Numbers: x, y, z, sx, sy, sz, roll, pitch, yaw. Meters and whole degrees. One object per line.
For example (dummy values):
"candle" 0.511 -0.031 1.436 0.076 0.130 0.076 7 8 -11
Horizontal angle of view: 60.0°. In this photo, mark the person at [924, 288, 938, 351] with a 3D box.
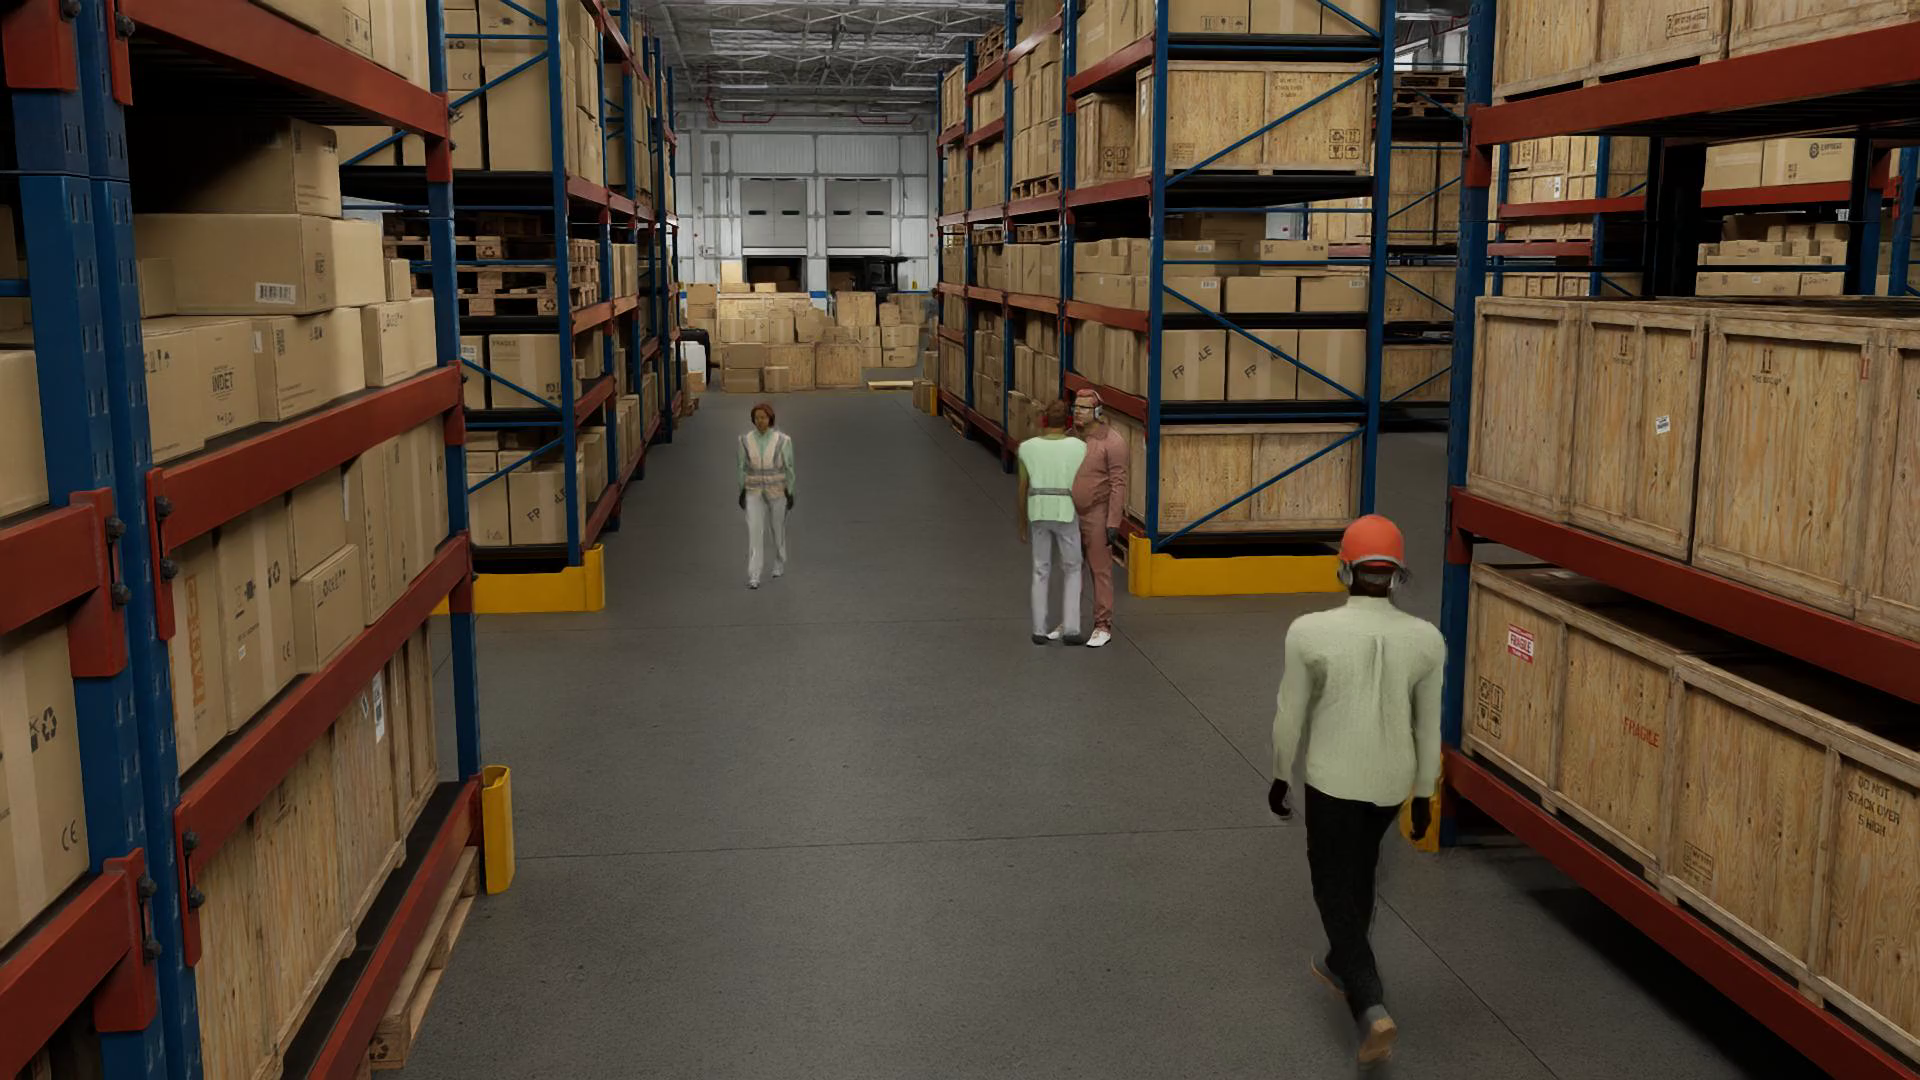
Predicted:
"person" -0.706 -6.574 49.685 0.944 1.894 0.654 8 12 38

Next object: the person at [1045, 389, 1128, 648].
"person" 0.922 -0.167 12.358 0.641 1.913 0.407 8 13 40

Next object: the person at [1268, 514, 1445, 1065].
"person" 1.484 0.886 6.123 0.603 1.957 0.956 -2 10 -9

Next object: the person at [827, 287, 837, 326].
"person" -4.899 -8.964 64.372 0.528 1.624 0.401 -1 10 -6

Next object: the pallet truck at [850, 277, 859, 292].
"pallet truck" -3.782 -9.391 65.808 1.885 1.965 0.823 2 10 10

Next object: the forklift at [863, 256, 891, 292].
"forklift" -2.730 -8.007 55.180 1.129 2.768 1.873 -7 12 -35

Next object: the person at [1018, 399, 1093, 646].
"person" 0.714 -0.117 12.323 0.585 1.842 0.417 3 10 15

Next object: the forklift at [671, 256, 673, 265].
"forklift" -10.987 -9.066 61.344 1.129 2.768 1.873 -1 10 -7

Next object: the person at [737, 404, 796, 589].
"person" -1.707 -0.413 14.707 0.529 1.595 0.847 1 10 4
